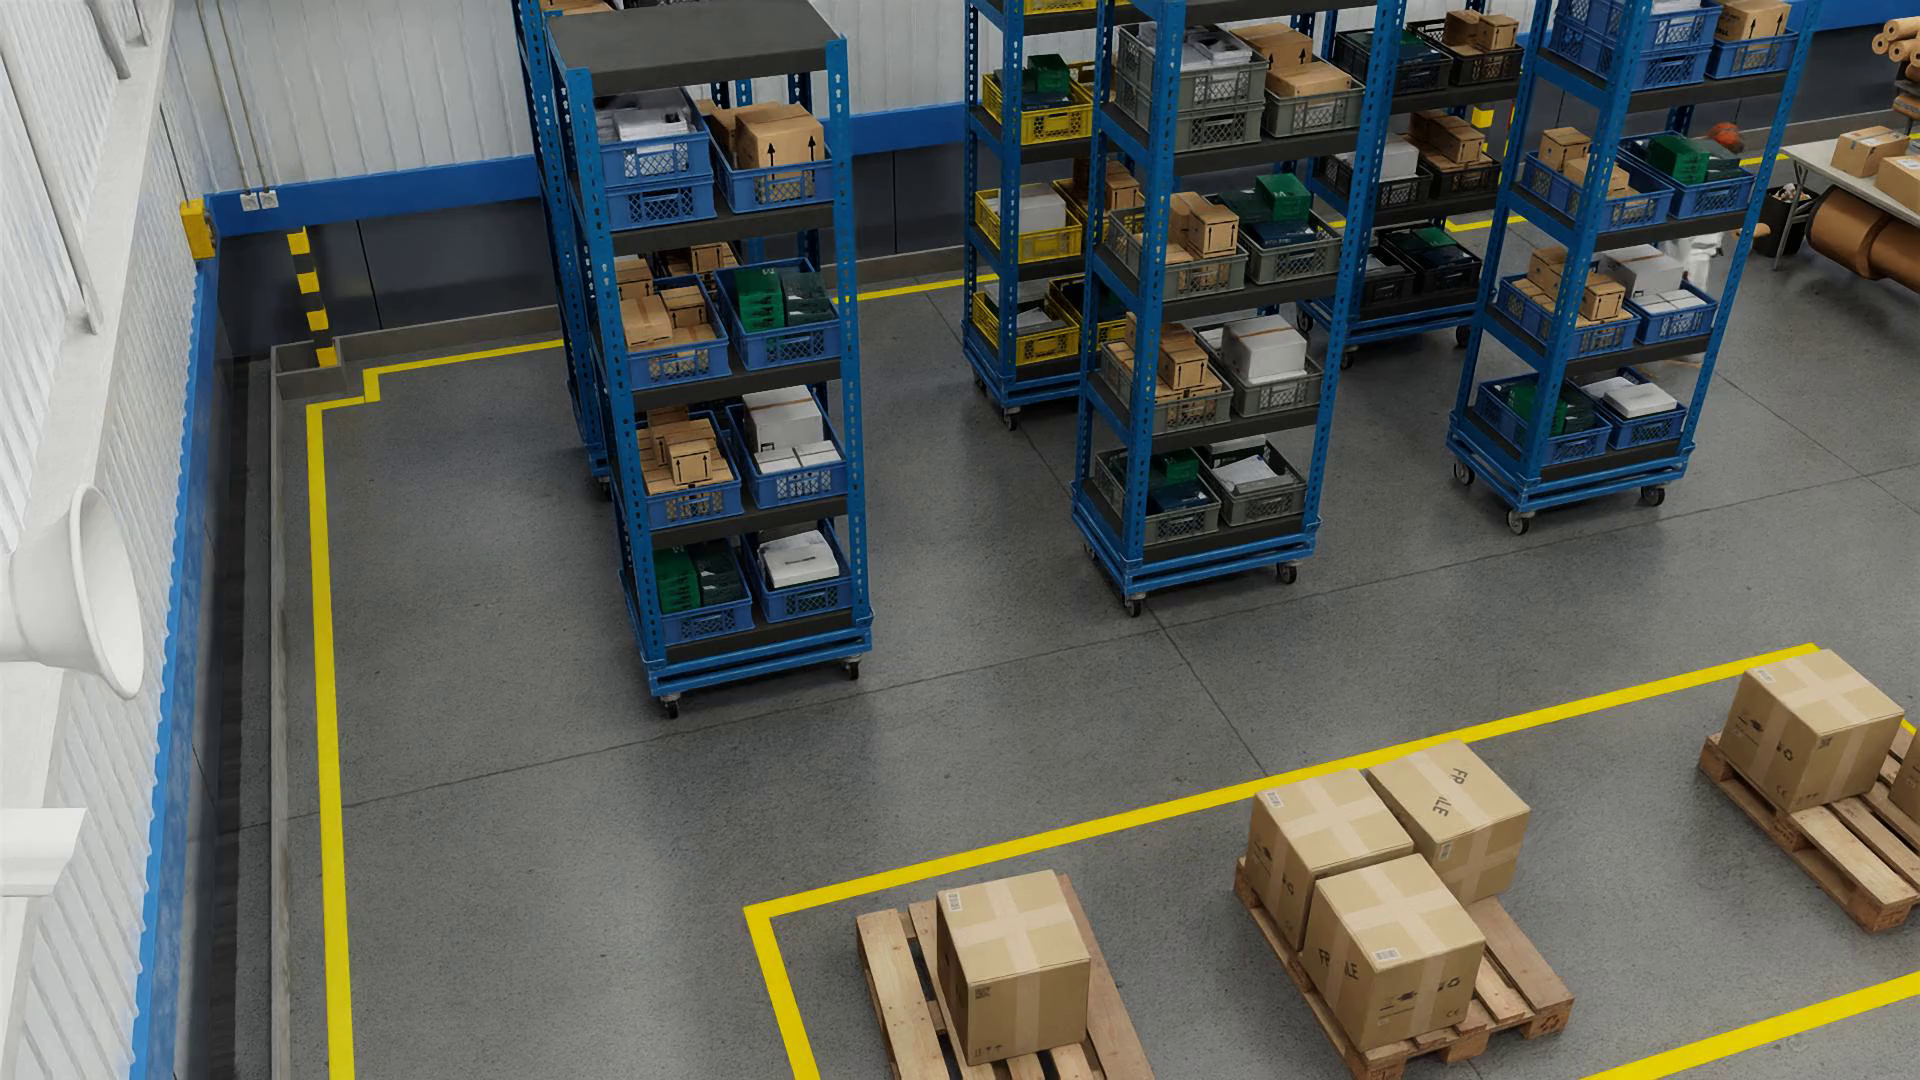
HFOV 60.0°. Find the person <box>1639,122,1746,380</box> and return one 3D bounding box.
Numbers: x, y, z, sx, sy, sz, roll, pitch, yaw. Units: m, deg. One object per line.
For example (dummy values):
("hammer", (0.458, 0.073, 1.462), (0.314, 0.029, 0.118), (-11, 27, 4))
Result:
("person", (5.090, -1.998, 11.493), (0.386, 1.877, 0.666), (27, 43, 33))
